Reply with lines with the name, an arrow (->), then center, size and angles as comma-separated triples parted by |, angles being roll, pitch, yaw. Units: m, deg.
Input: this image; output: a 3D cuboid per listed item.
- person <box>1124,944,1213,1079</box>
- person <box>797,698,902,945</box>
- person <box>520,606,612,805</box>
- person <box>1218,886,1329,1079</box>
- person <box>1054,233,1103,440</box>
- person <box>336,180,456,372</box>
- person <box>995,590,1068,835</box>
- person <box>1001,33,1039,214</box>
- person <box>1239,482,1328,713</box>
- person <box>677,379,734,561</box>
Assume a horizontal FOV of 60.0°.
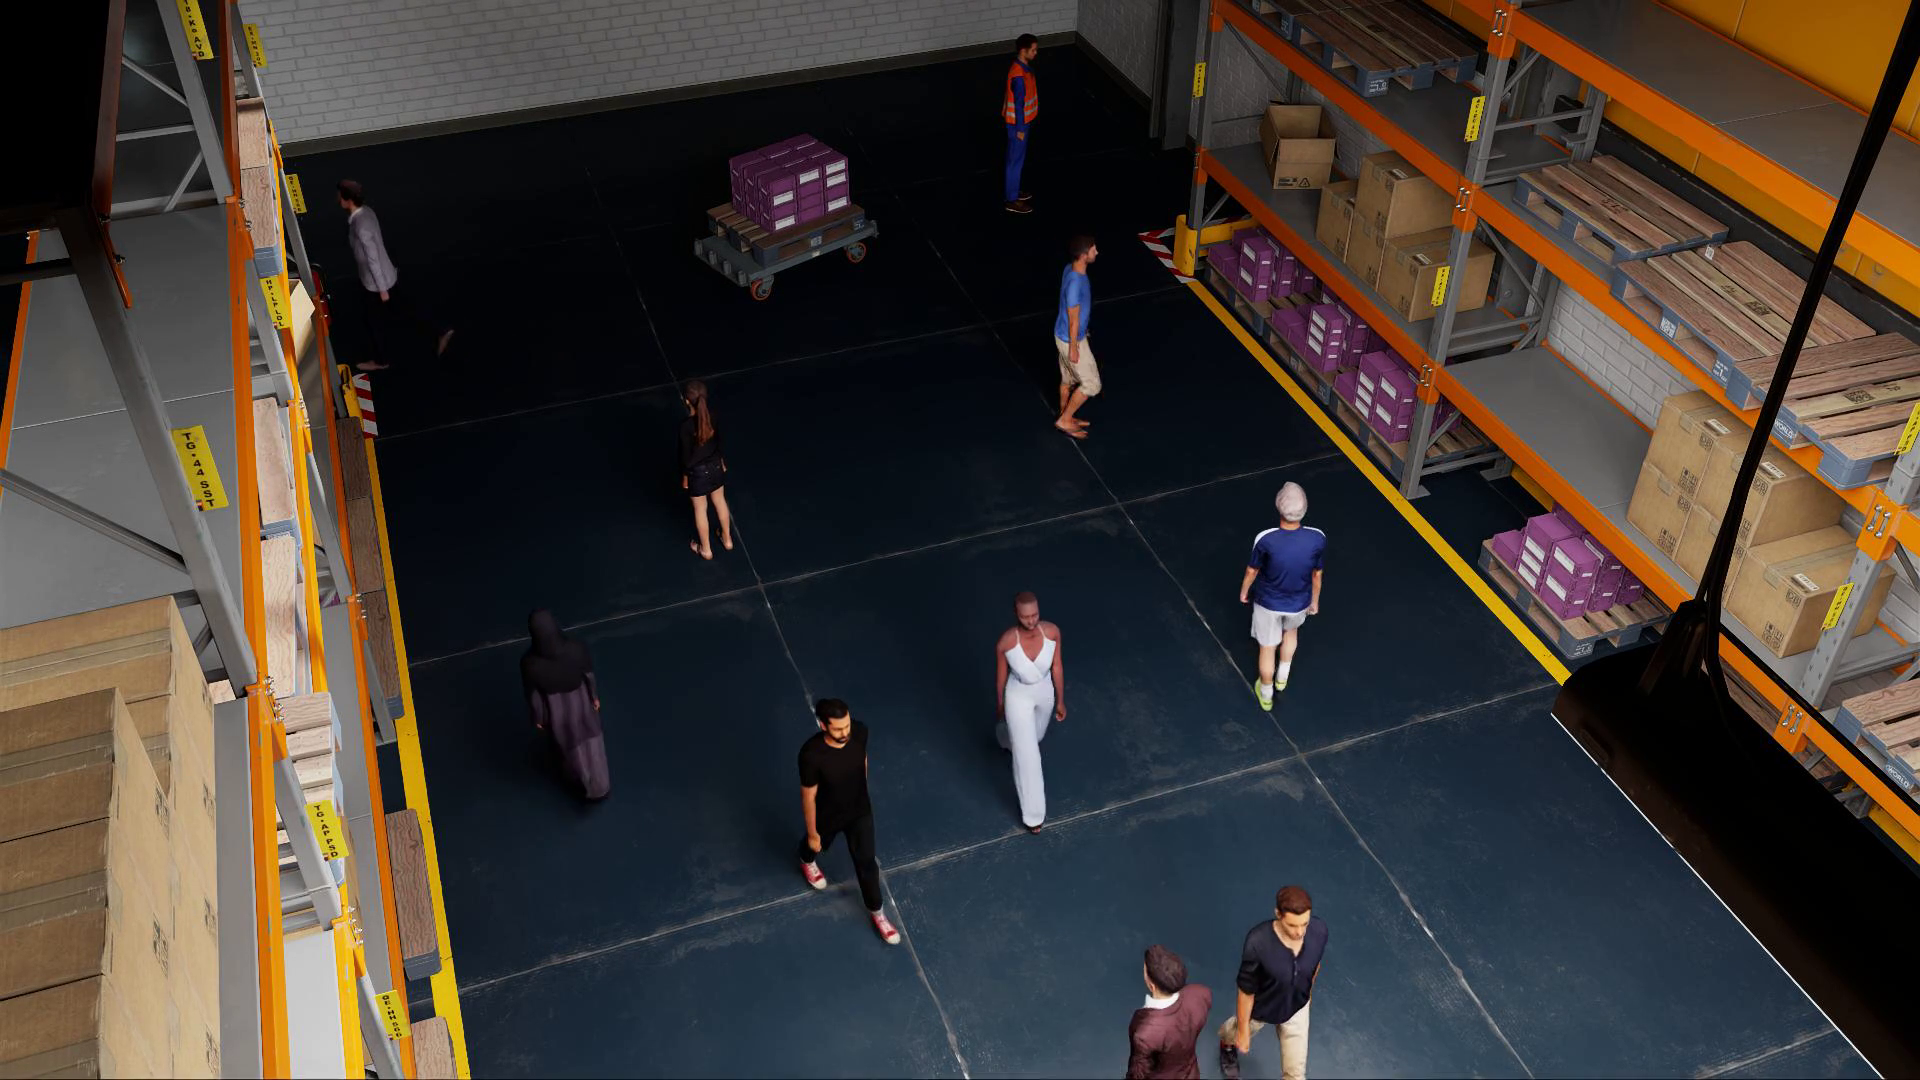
person -> 1.069, 2.728, 8.274 | 0.858, 1.835, 1.200 | -24, 45, -27
person -> -0.777, 1.552, 9.845 | 0.902, 1.712, 1.254 | -25, 45, -28
person -> -2.485, 1.084, 10.517 | 0.586, 1.605, 0.826 | -13, 40, -16
person -> 1.600, 2.371, 8.746 | 0.763, 1.803, 1.222 | -7, 39, -9
person -> 0.862, -1.687, 13.784 | 0.812, 1.858, 0.702 | 1, 39, 1
person -> -5.007, -2.310, 14.594 | 0.865, 1.820, 1.121 | -7, 39, -8
person -> 0.408, 0.974, 10.537 | 0.613, 1.752, 1.065 | -15, 41, -18
person -> 0.608, -4.291, 17.045 | 0.835, 1.857, 0.695 | 2, 39, 2
person -> 2.174, 0.445, 11.140 | 0.762, 1.825, 0.790 | -2, 39, -2
person -> -1.937, -0.546, 12.597 | 0.613, 1.556, 0.635 | -27, 46, -30
